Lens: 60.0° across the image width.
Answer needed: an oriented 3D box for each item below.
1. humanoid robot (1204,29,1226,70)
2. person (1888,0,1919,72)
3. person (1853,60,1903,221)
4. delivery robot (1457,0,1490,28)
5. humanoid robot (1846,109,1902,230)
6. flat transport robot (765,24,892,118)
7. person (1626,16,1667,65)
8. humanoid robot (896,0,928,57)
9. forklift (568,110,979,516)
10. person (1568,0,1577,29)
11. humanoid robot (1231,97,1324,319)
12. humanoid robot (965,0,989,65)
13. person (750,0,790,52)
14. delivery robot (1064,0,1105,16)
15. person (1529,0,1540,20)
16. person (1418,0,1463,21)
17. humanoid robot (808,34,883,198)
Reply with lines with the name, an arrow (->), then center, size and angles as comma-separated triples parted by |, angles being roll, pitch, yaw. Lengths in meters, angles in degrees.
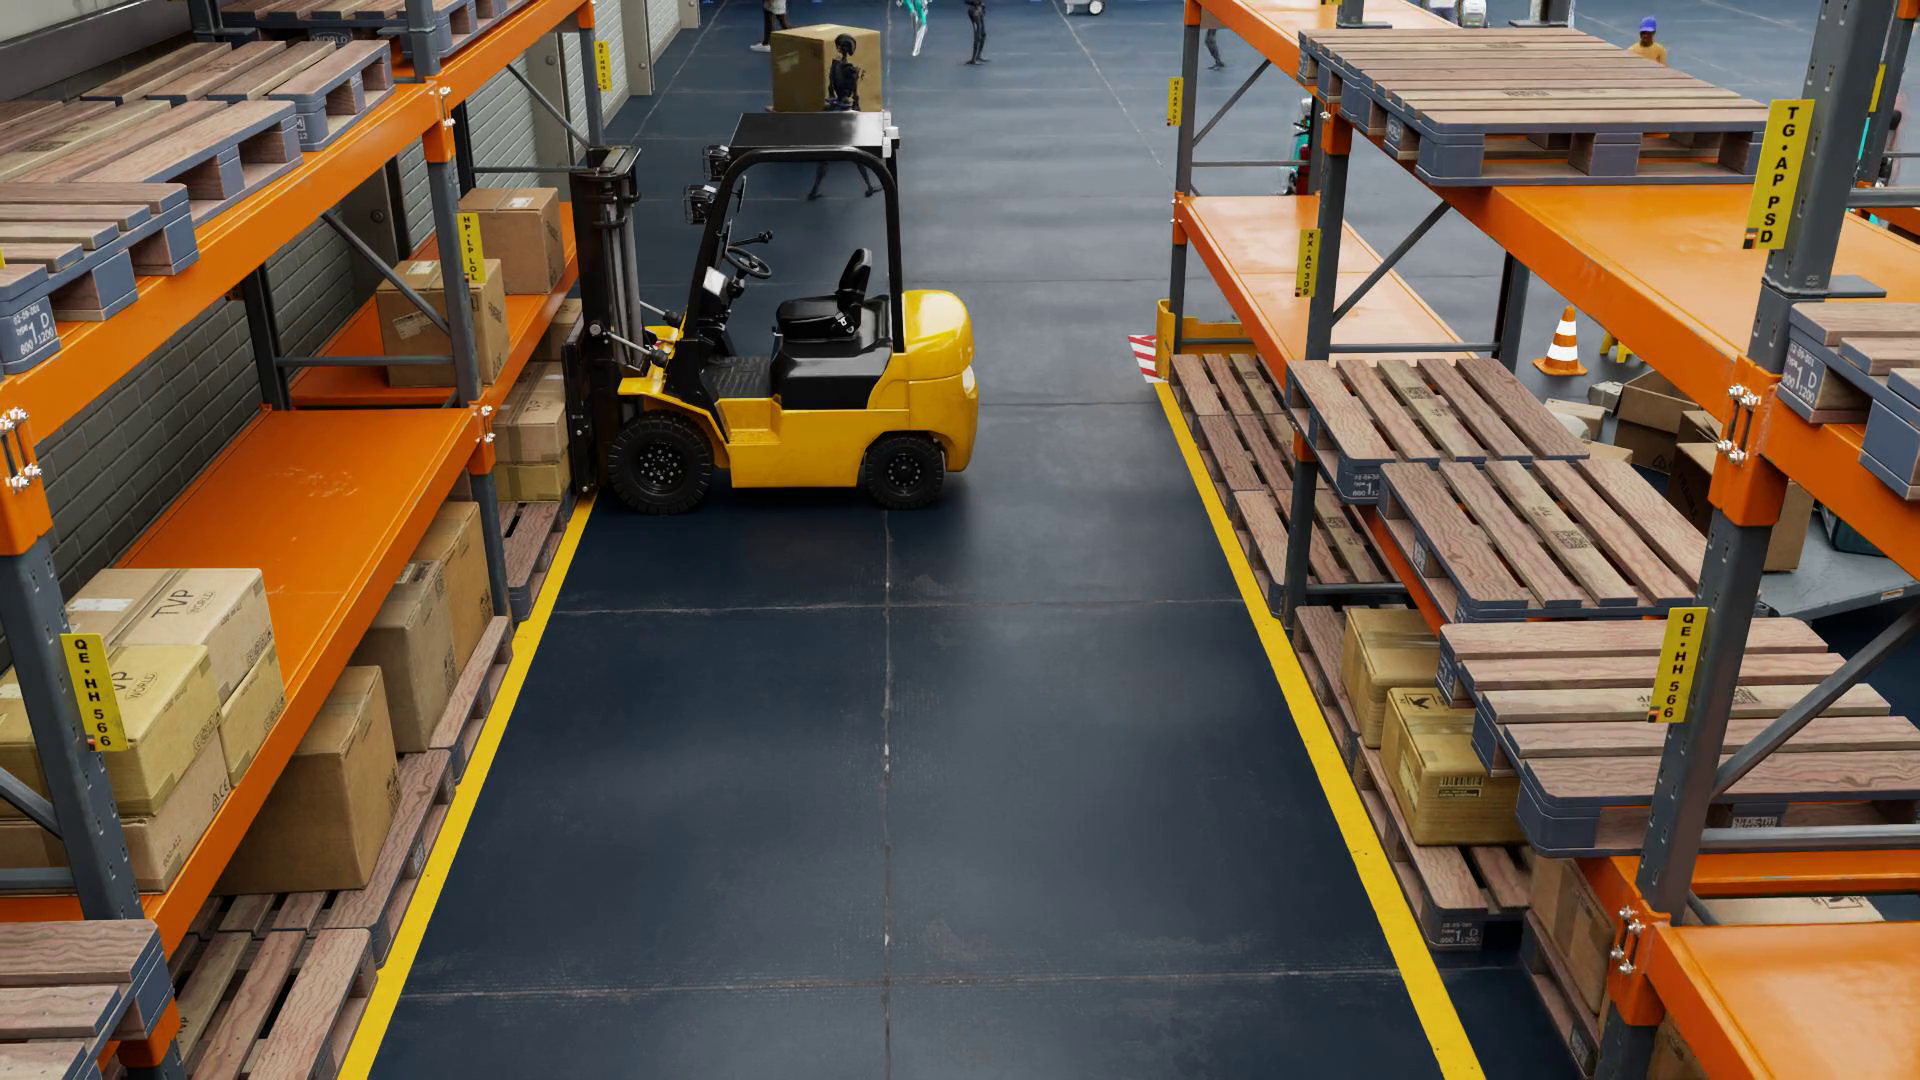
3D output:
humanoid robot -> 3.616, -7.528, 23.605 | 0.429, 1.633, 0.609 | -6, 26, -12
person -> 12.998, -7.138, 22.714 | 0.889, 1.727, 0.531 | -17, 30, -32
person -> 7.457, -3.052, 13.880 | 0.913, 1.876, 0.704 | 15, 29, 28
delivery robot -> 8.434, -8.636, 27.277 | 0.499, 0.612, 0.816 | 7, 26, 14
humanoid robot -> 7.147, -2.689, 13.122 | 0.533, 1.677, 0.735 | -1, 25, -2
flat transport robot -> -1.514, -4.615, 19.076 | 0.659, 0.231, 1.431 | -10, 27, -20
person -> 7.115, -4.621, 17.418 | 0.447, 1.691, 0.706 | 11, 28, 23
humanoid robot -> -0.655, -8.200, 24.994 | 0.543, 1.797, 0.920 | 6, 26, 13
forklift -> -1.043, -1.379, 9.976 | 2.313, 2.155, 1.214 | -1, 25, -2
person -> 8.369, -7.433, 23.181 | 0.725, 1.860, 0.583 | 5, 26, 11
humanoid robot -> 2.423, -2.477, 12.950 | 0.789, 1.891, 0.546 | 0, 25, -1
humanoid robot -> 0.259, -7.737, 24.033 | 0.341, 1.647, 0.613 | 3, 25, 6
person -> -2.860, -8.157, 24.711 | 0.859, 1.871, 0.551 | 3, 25, 6
delivery robot -> 2.180, -9.419, 28.938 | 0.785, 0.614, 0.520 | 3, 25, 7
person -> 9.357, -8.930, 26.513 | 0.576, 1.718, 0.626 | 20, 32, 35
person -> 6.693, -7.435, 23.215 | 0.603, 1.828, 0.505 | 0, 25, -1
humanoid robot -> -1.172, -4.247, 16.712 | 0.797, 1.624, 0.602 | -14, 29, -28
